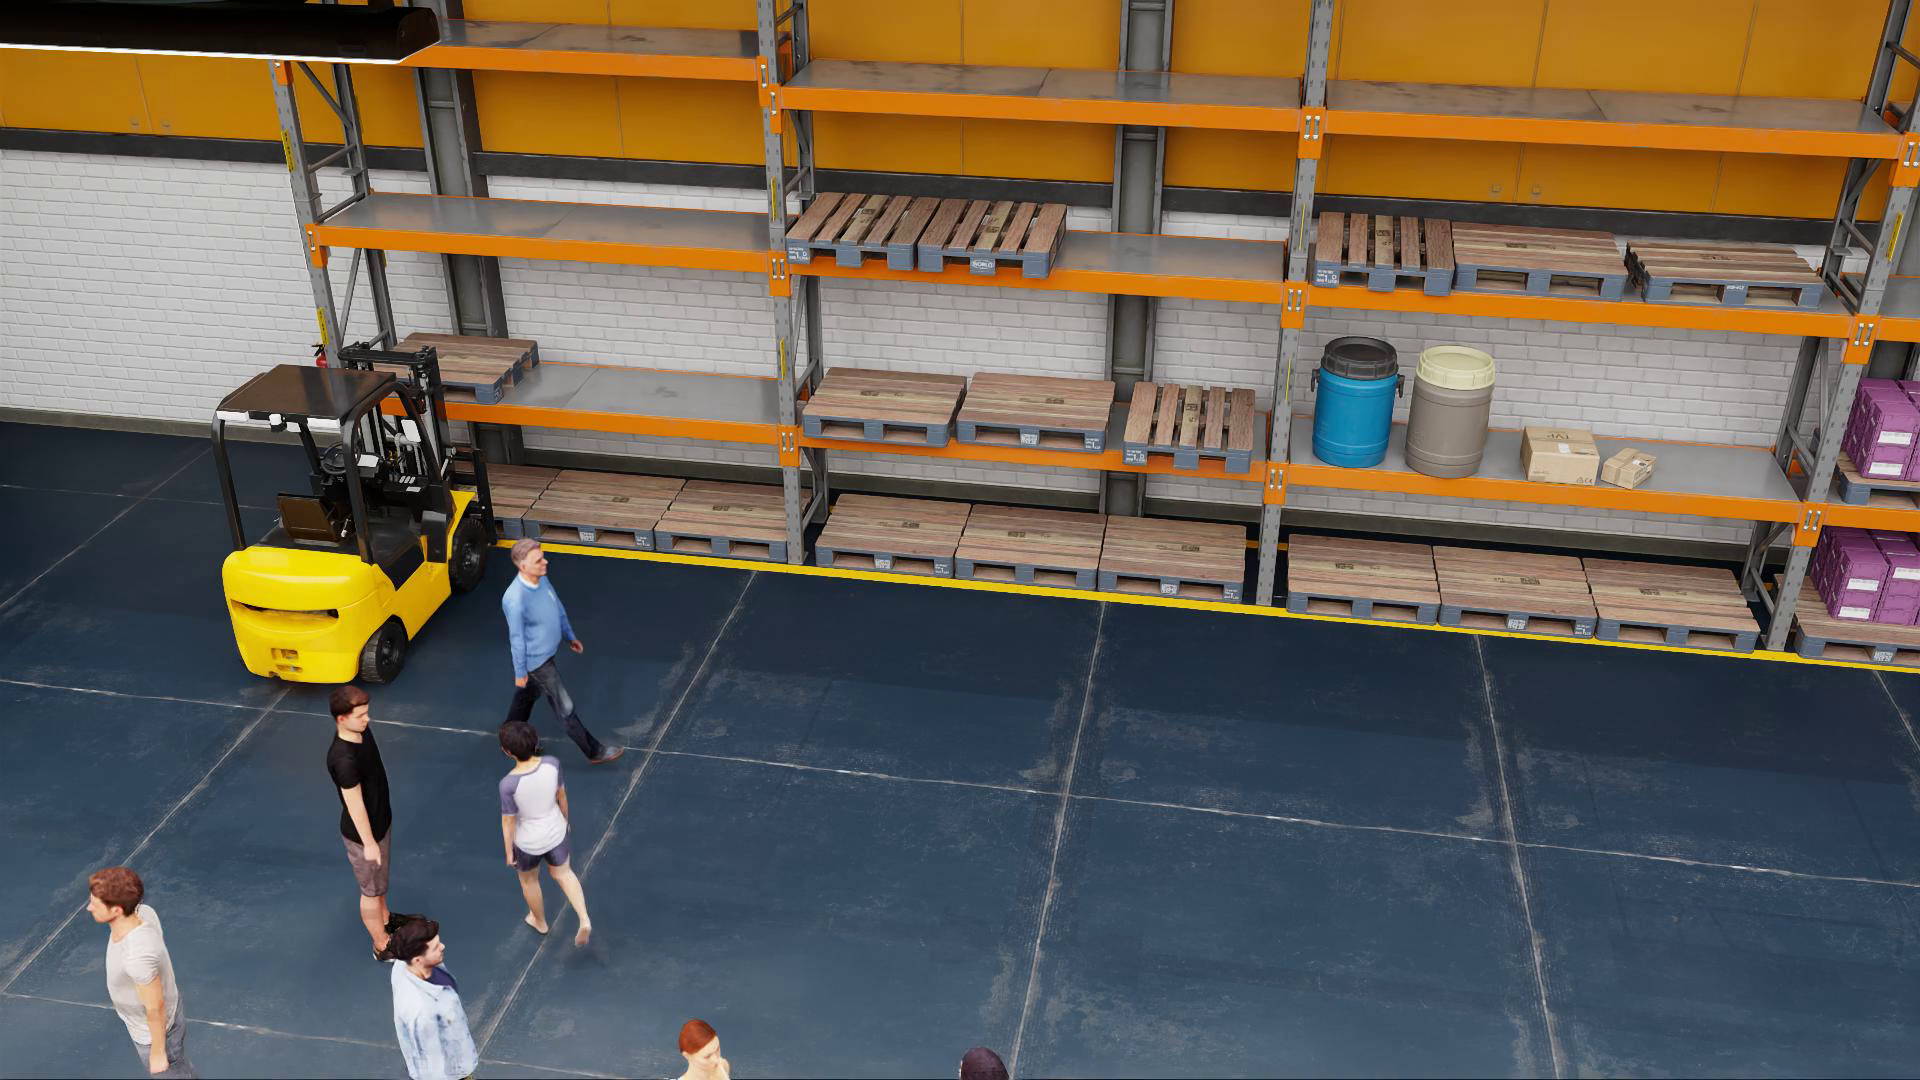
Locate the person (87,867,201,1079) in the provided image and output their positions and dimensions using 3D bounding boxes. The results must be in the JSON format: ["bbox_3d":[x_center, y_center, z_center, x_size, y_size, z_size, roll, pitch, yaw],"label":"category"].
[{"bbox_3d":[-4.045,2.411,8.363,0.778,1.898,0.734,-16,33,-27],"label":"person"}]

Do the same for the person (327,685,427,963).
[{"bbox_3d":[-3.500,1.653,9.792,0.729,1.860,0.761,-6,29,-10],"label":"person"}]

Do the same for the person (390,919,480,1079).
[{"bbox_3d":[-2.614,2.599,8.121,0.937,1.799,0.874,-13,31,-22],"label":"person"}]

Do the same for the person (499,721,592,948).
[{"bbox_3d":[-2.462,1.773,9.900,0.856,1.545,0.942,-24,37,-37],"label":"person"}]

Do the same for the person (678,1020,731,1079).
[{"bbox_3d":[-1.245,2.878,7.793,1.027,1.624,0.829,19,34,31],"label":"person"}]

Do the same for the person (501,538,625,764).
[{"bbox_3d":[-2.994,0.786,11.481,1.170,1.764,0.735,2,29,4],"label":"person"}]
